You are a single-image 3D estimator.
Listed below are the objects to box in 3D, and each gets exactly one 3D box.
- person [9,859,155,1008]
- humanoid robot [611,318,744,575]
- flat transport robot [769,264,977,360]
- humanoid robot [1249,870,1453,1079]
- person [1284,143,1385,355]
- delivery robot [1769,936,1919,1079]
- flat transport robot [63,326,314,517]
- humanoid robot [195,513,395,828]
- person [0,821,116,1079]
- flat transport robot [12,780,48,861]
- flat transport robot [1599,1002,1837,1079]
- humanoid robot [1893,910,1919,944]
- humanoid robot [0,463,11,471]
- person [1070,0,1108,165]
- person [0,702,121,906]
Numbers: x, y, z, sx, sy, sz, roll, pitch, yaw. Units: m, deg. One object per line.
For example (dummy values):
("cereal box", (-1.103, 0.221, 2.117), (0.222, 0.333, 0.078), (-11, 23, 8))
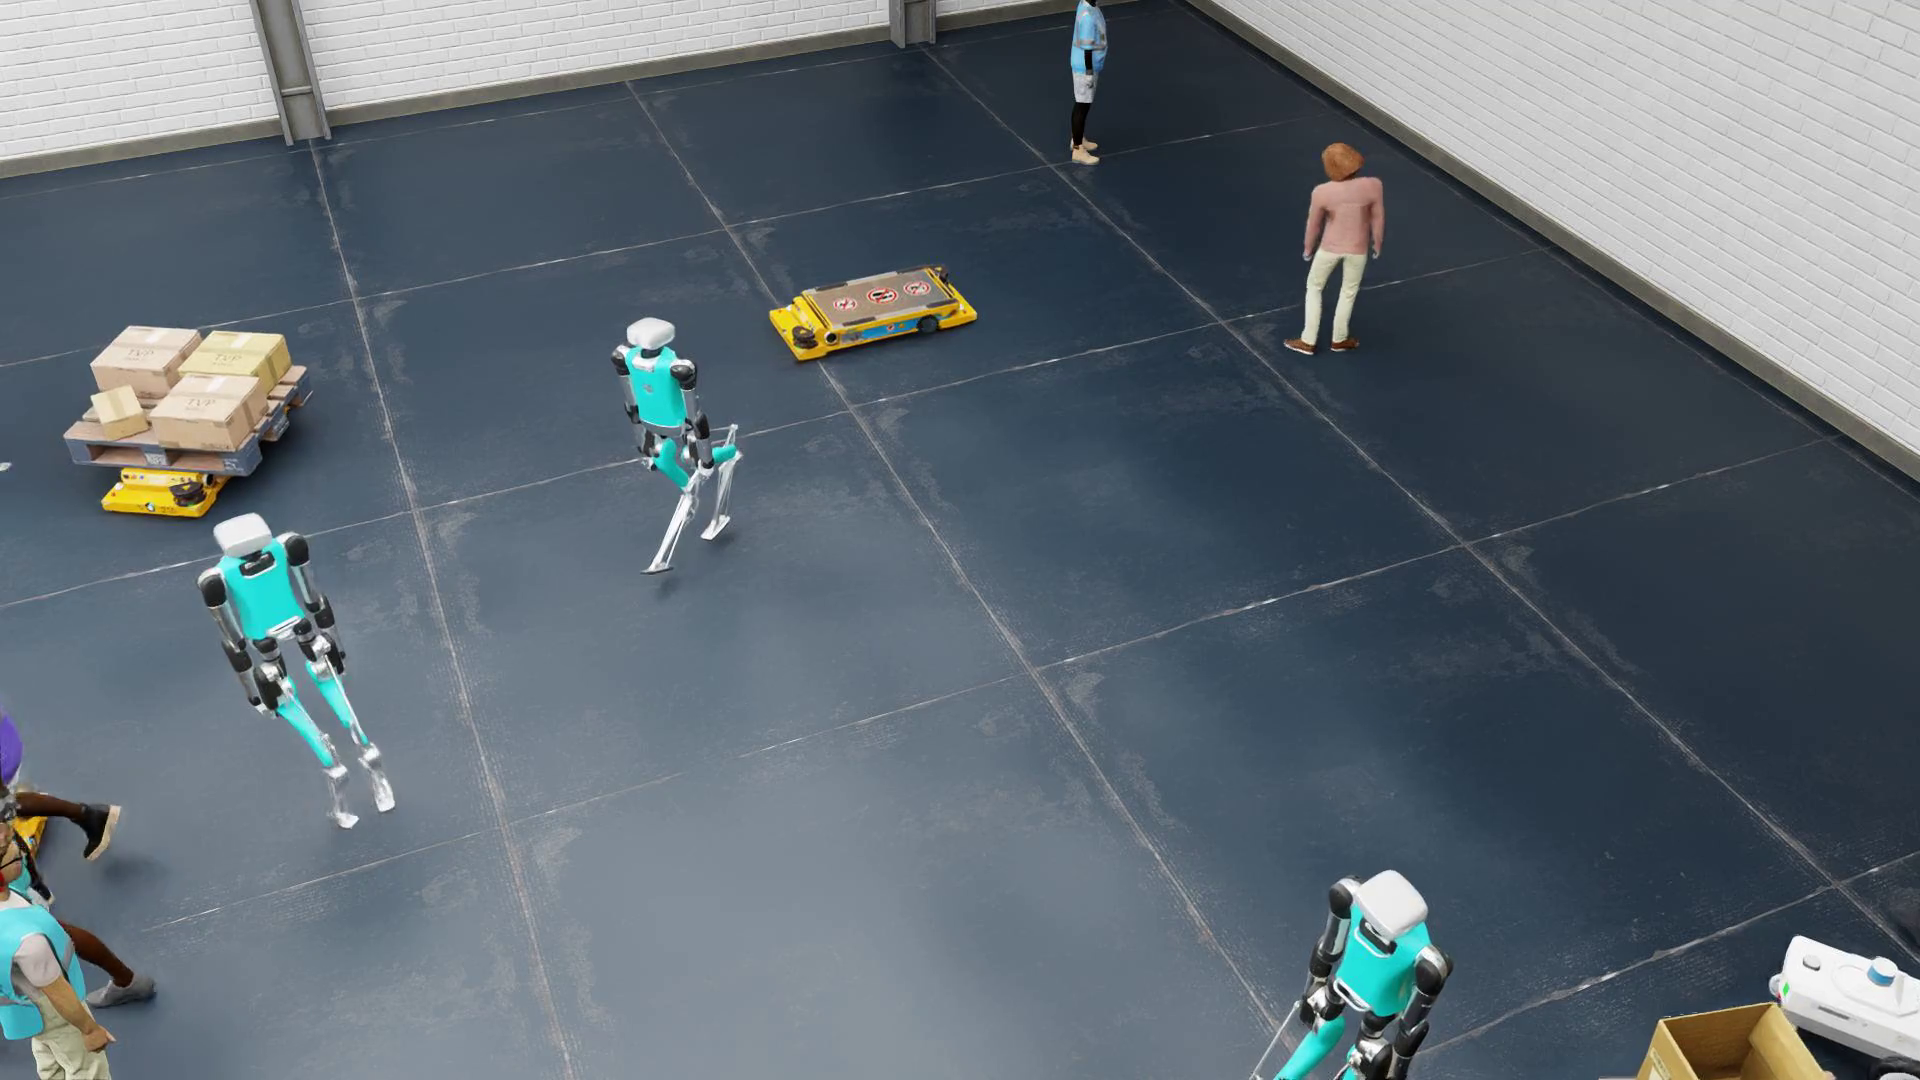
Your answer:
("person", (-4.156, 1.507, 7.000), (1.029, 1.864, 0.567), (-14, 40, -17))
("humanoid robot", (-1.624, -0.608, 9.857), (0.546, 1.732, 1.017), (16, 40, 19))
("flat transport robot", (-0.654, -1.724, 12.518), (1.431, 0.231, 0.659), (-15, 40, -19))
("humanoid robot", (1.355, 2.079, 6.430), (0.790, 1.877, 0.562), (-26, 44, -29))
("person", (2.697, -2.058, 11.853), (0.601, 1.612, 0.332), (5, 38, 7))
("delivery robot", (4.007, 2.087, 7.334), (0.797, 0.608, 0.499), (19, 42, 23))
("flat transport robot", (-5.073, -0.658, 11.130), (0.659, 0.231, 1.431), (4, 38, 5))
("humanoid robot", (-3.157, 0.730, 8.112), (0.777, 1.768, 0.533), (31, 47, 34))
("person", (-3.633, 1.837, 6.591), (0.569, 1.840, 0.373), (22, 43, 26))
("flat transport robot", (-5.345, 1.582, 8.214), (1.431, 0.231, 0.659), (-7, 38, -9))
("flat transport robot", (3.115, 2.836, 6.582), (1.431, 0.231, 0.659), (-1, 38, -2))
("humanoid robot", (4.793, 1.257, 7.480), (0.610, 1.641, 0.398), (19, 41, 23))
("humanoid robot", (-6.515, -1.169, 10.580), (0.755, 1.762, 0.531), (-24, 44, -28))
("person", (1.118, -4.128, 14.473), (0.316, 1.695, 0.540), (2, 38, 2))
("person", (-4.446, 0.961, 7.649), (0.635, 1.940, 0.630), (-24, 44, -28))
